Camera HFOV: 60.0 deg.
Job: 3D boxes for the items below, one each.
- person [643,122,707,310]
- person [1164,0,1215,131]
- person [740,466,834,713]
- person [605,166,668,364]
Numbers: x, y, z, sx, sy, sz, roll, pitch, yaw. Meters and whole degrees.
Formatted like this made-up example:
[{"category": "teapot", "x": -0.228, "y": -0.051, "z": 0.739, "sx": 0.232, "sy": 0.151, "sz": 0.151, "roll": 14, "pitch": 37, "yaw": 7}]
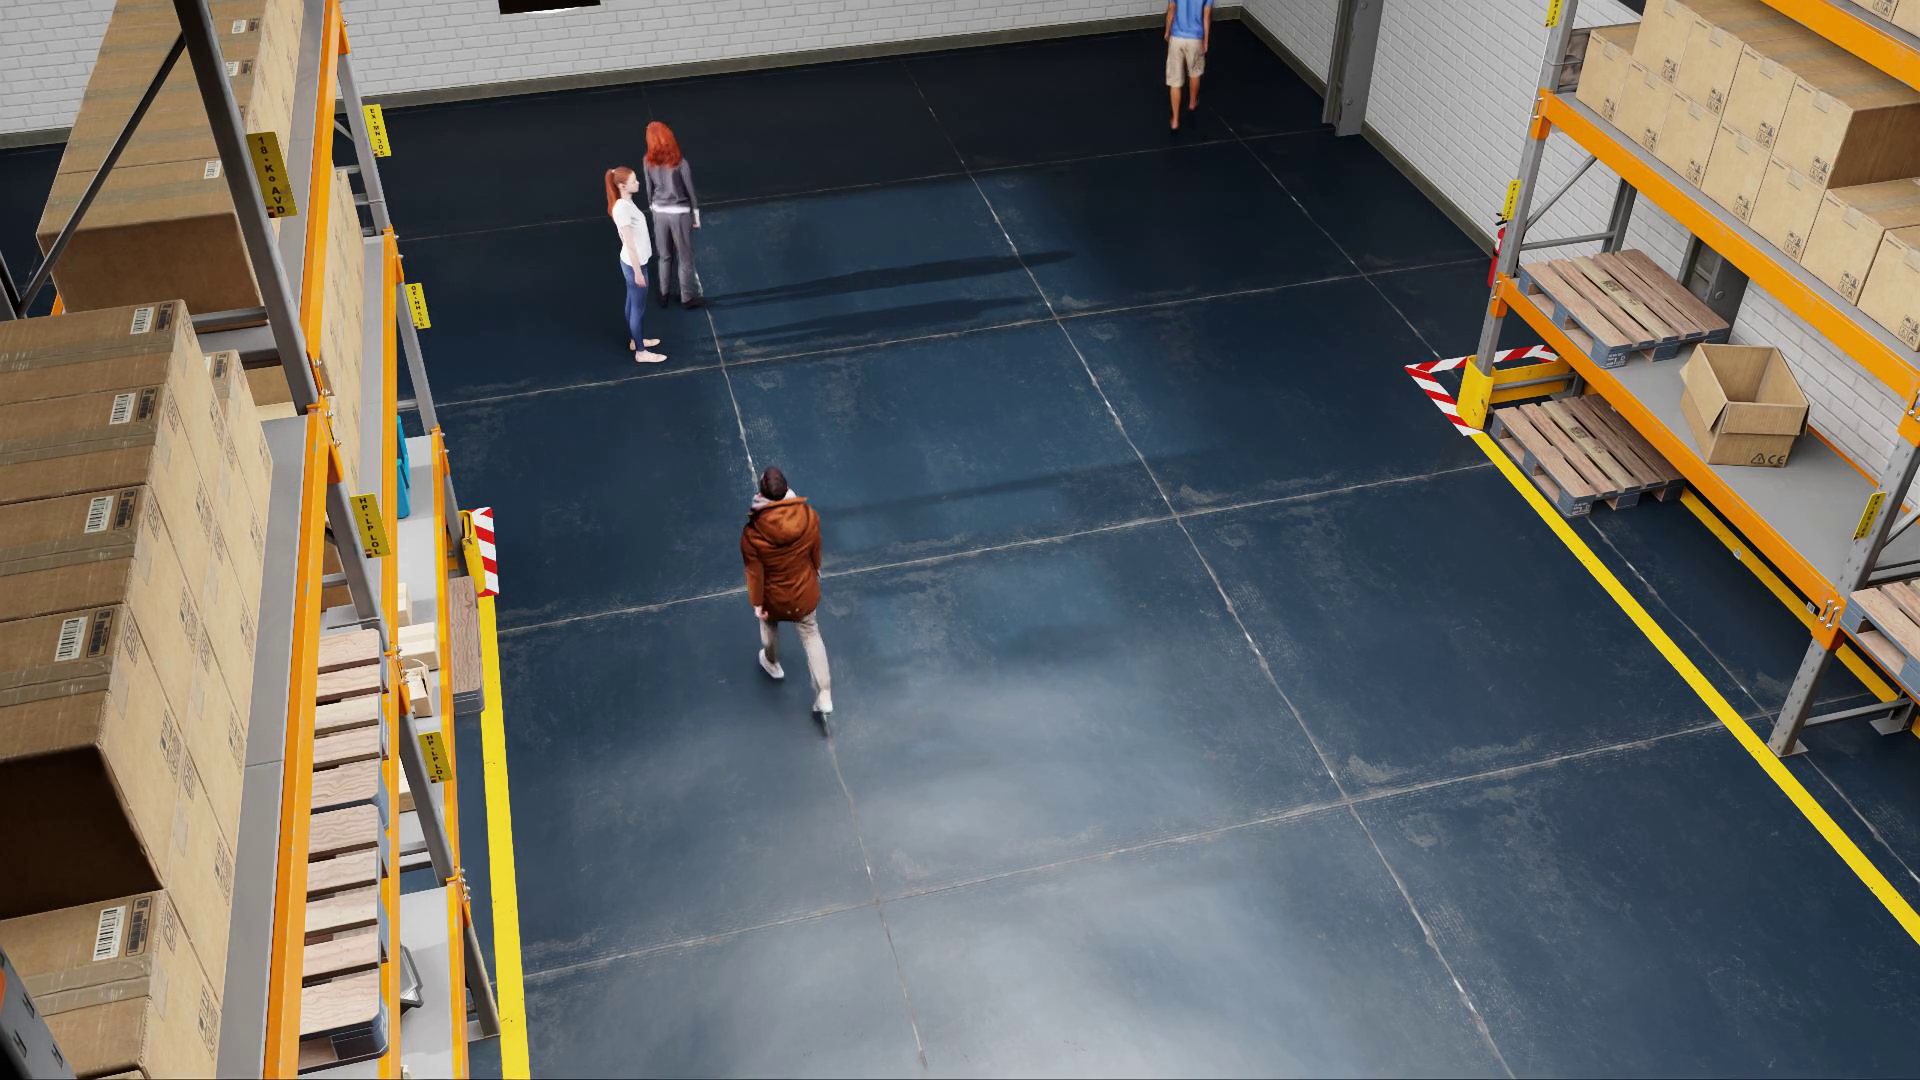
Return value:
[{"category": "person", "x": -2.488, "y": -2.812, "z": 14.486, "sx": 0.695, "sy": 1.769, "sz": 0.716, "roll": 24, "pitch": 44, "yaw": 27}, {"category": "person", "x": 2.374, "y": -5.200, "z": 17.427, "sx": 0.908, "sy": 1.831, "sz": 1.148, "roll": 4, "pitch": 39, "yaw": 5}, {"category": "person", "x": -1.059, "y": 0.346, "z": 10.501, "sx": 0.857, "sy": 1.808, "sz": 1.194, "roll": -17, "pitch": 42, "yaw": -20}, {"category": "person", "x": -2.736, "y": -2.301, "z": 13.870, "sx": 0.623, "sy": 1.739, "sz": 0.458, "roll": -10, "pitch": 40, "yaw": -13}]
